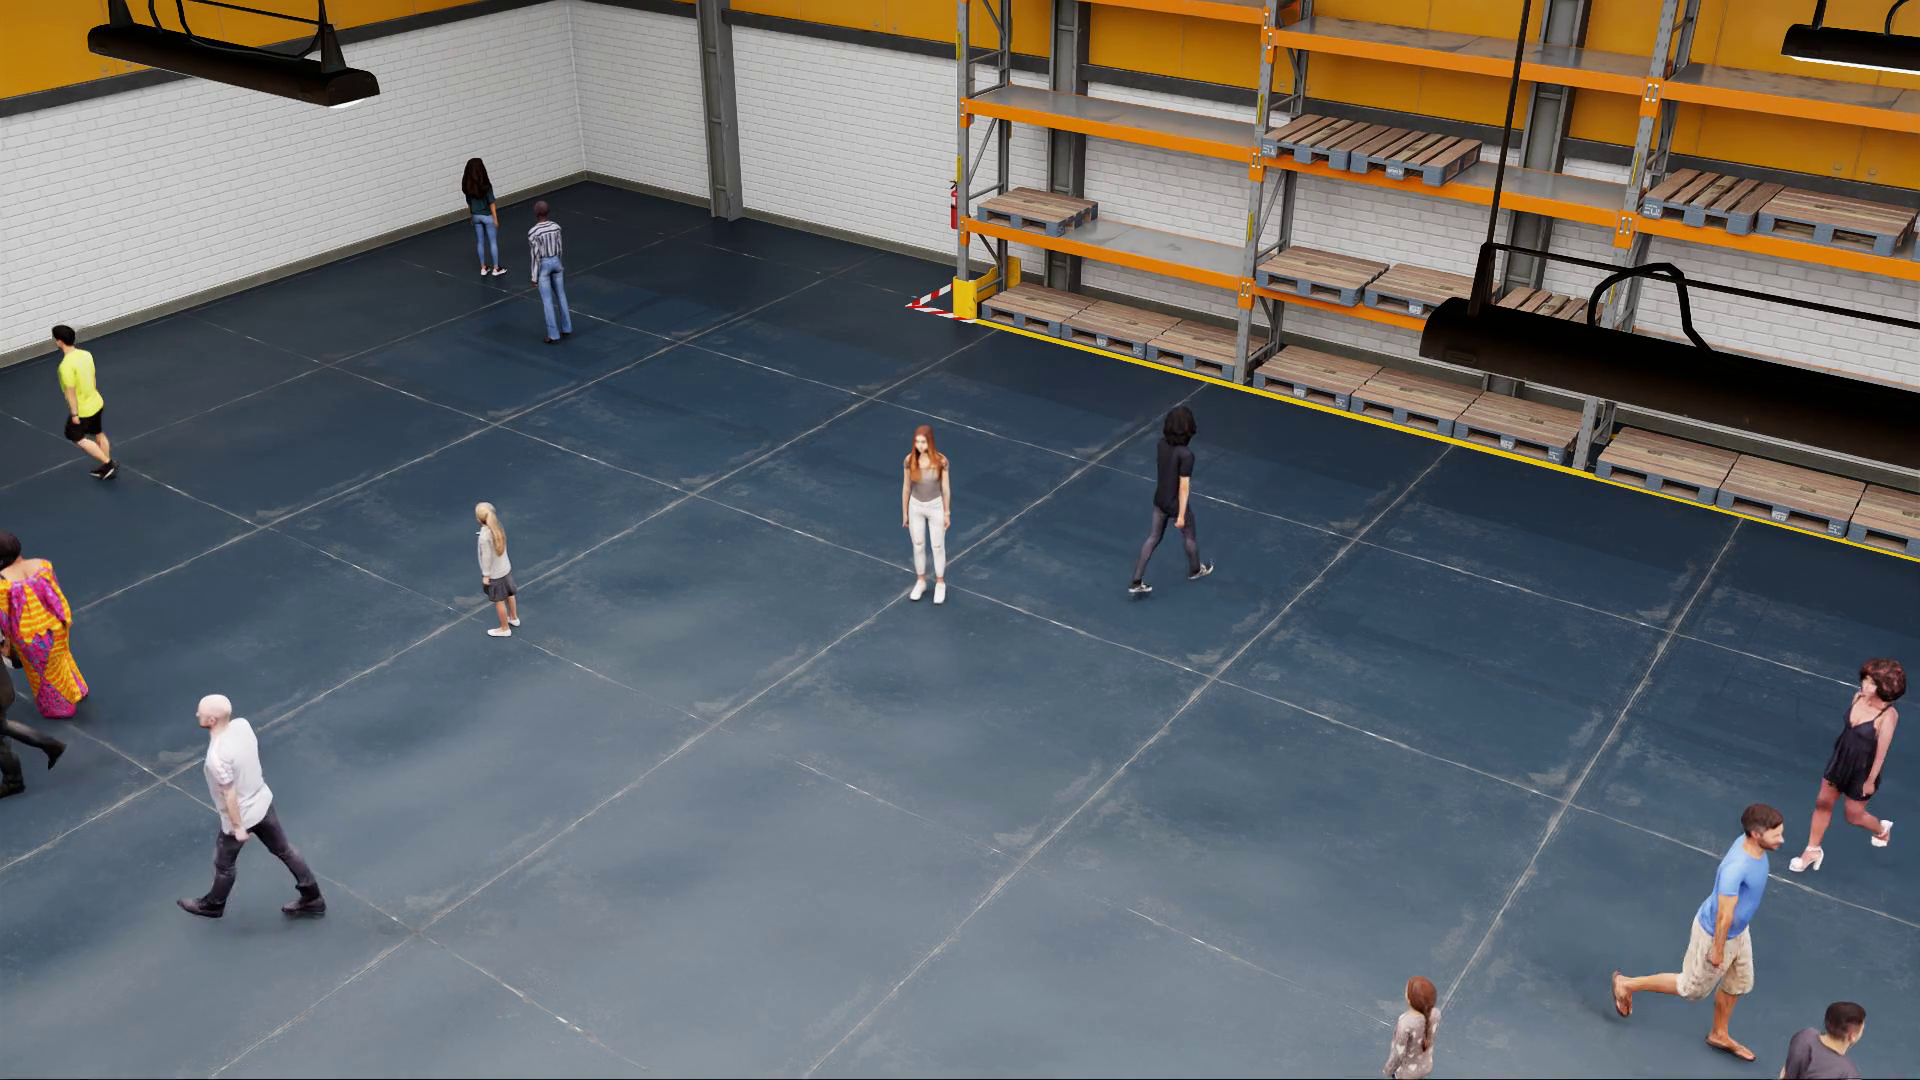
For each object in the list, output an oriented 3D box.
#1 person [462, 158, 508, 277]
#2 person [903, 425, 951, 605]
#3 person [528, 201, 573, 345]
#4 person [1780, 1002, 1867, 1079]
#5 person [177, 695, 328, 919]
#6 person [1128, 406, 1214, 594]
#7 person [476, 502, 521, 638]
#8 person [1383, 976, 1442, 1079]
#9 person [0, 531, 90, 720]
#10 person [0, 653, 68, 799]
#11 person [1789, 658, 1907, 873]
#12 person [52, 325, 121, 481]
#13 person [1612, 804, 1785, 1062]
[{"bbox_3d":[-6.508,-4.412,22.697,0.649,1.612,0.747,6,29,11],"label":"person"},{"bbox_3d":[-0.290,-0.255,14.967,0.600,1.717,0.723,5,29,8],"label":"person"},{"bbox_3d":[-5.058,-3.298,20.465,0.539,1.795,0.638,21,35,33],"label":"person"},{"bbox_3d":[4.337,3.131,8.727,0.838,1.748,0.782,-4,29,-6],"label":"person"},{"bbox_3d":[-4.675,1.823,11.089,1.299,1.783,1.110,1,29,2],"label":"person"},{"bbox_3d":[1.836,-0.312,14.999,0.961,1.787,1.192,-19,34,-31],"label":"person"},{"bbox_3d":[-4.051,0.239,14.523,0.607,1.275,0.578,7,29,13],"label":"person"},{"bbox_3d":[2.594,2.989,9.565,0.555,1.195,0.573,-14,32,-25],"label":"person"},{"bbox_3d":[-7.350,0.700,13.283,0.772,1.654,0.661,15,32,26],"label":"person"},{"bbox_3d":[-7.143,1.108,12.391,0.983,1.792,0.957,-12,31,-21],"label":"person"},{"bbox_3d":[6.274,1.587,11.536,0.980,1.769,0.960,-7,29,-12],"label":"person"},{"bbox_3d":[-8.910,-1.388,17.065,0.847,1.698,0.793,3,29,5],"label":"person"},{"bbox_3d":[4.536,2.327,10.105,1.132,1.839,0.696,22,35,34],"label":"person"}]
